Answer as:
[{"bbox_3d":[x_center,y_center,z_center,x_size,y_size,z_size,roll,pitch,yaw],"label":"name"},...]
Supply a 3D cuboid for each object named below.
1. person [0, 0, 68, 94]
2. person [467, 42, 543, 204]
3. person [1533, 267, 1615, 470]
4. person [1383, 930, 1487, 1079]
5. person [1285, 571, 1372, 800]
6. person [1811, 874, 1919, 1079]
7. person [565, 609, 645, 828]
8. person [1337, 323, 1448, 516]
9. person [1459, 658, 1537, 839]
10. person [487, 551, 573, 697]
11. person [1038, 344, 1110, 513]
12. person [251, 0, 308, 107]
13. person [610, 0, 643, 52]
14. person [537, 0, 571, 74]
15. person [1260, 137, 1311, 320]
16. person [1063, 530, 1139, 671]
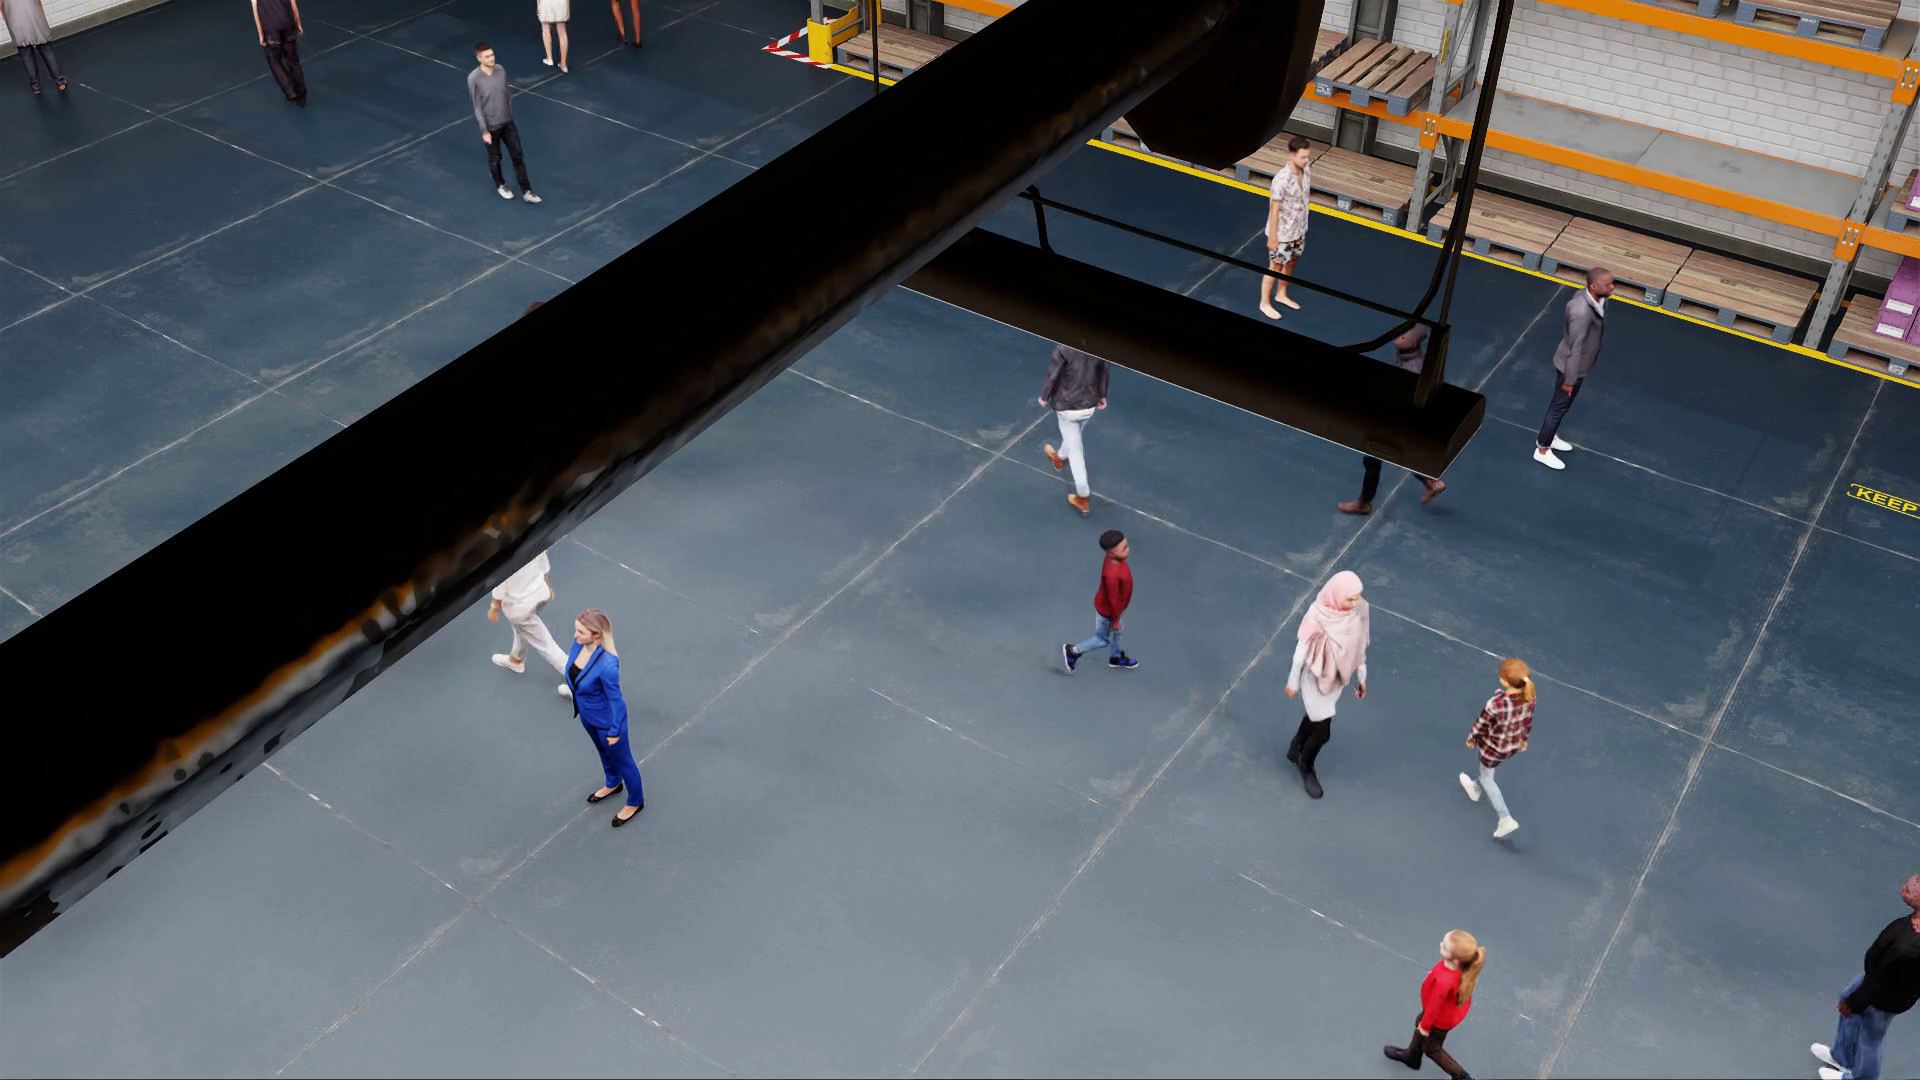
[{"bbox_3d":[-11.154,-6.168,19.872,0.769,1.603,0.818,-15,41,-18],"label":"person"},{"bbox_3d":[-4.947,-4.426,17.580,0.735,1.740,0.961,-32,48,-33],"label":"person"},{"bbox_3d":[5.088,-1.462,13.808,0.576,1.817,0.720,21,43,24],"label":"person"},{"bbox_3d":[2.704,2.614,9.146,0.809,1.265,0.482,25,45,27],"label":"person"},{"bbox_3d":[2.333,0.856,10.929,0.789,1.786,0.837,-19,42,-22],"label":"person"},{"bbox_3d":[5.087,2.467,8.957,0.664,1.730,0.681,-31,48,-33],"label":"person"},{"bbox_3d":[-2.281,1.109,10.682,0.723,1.701,0.566,-29,47,-32],"label":"person"},{"bbox_3d":[3.530,-0.940,13.158,1.200,1.811,0.984,6,39,8],"label":"person"},{"bbox_3d":[3.519,1.340,10.725,0.809,1.286,0.941,-14,41,-17],"label":"person"},{"bbox_3d":[-2.956,0.440,11.559,1.156,1.651,0.823,12,40,14],"label":"person"},{"bbox_3d":[0.970,-1.017,13.261,0.966,1.804,1.181,-20,43,-23],"label":"person"},{"bbox_3d":[-7.907,-5.906,19.358,0.778,1.835,0.786,-22,43,-25],"label":"person"},{"bbox_3d":[-4.157,-6.955,20.762,0.761,1.723,0.835,-19,42,-22],"label":"person"},{"bbox_3d":[-4.907,-6.521,20.250,0.742,1.681,0.797,-14,41,-17],"label":"person"},{"bbox_3d":[3.078,-2.978,15.711,0.710,1.811,0.632,-32,48,-33],"label":"person"},{"bbox_3d":[1.013,0.458,11.864,0.851,1.243,0.697,5,39,7],"label":"person"}]
